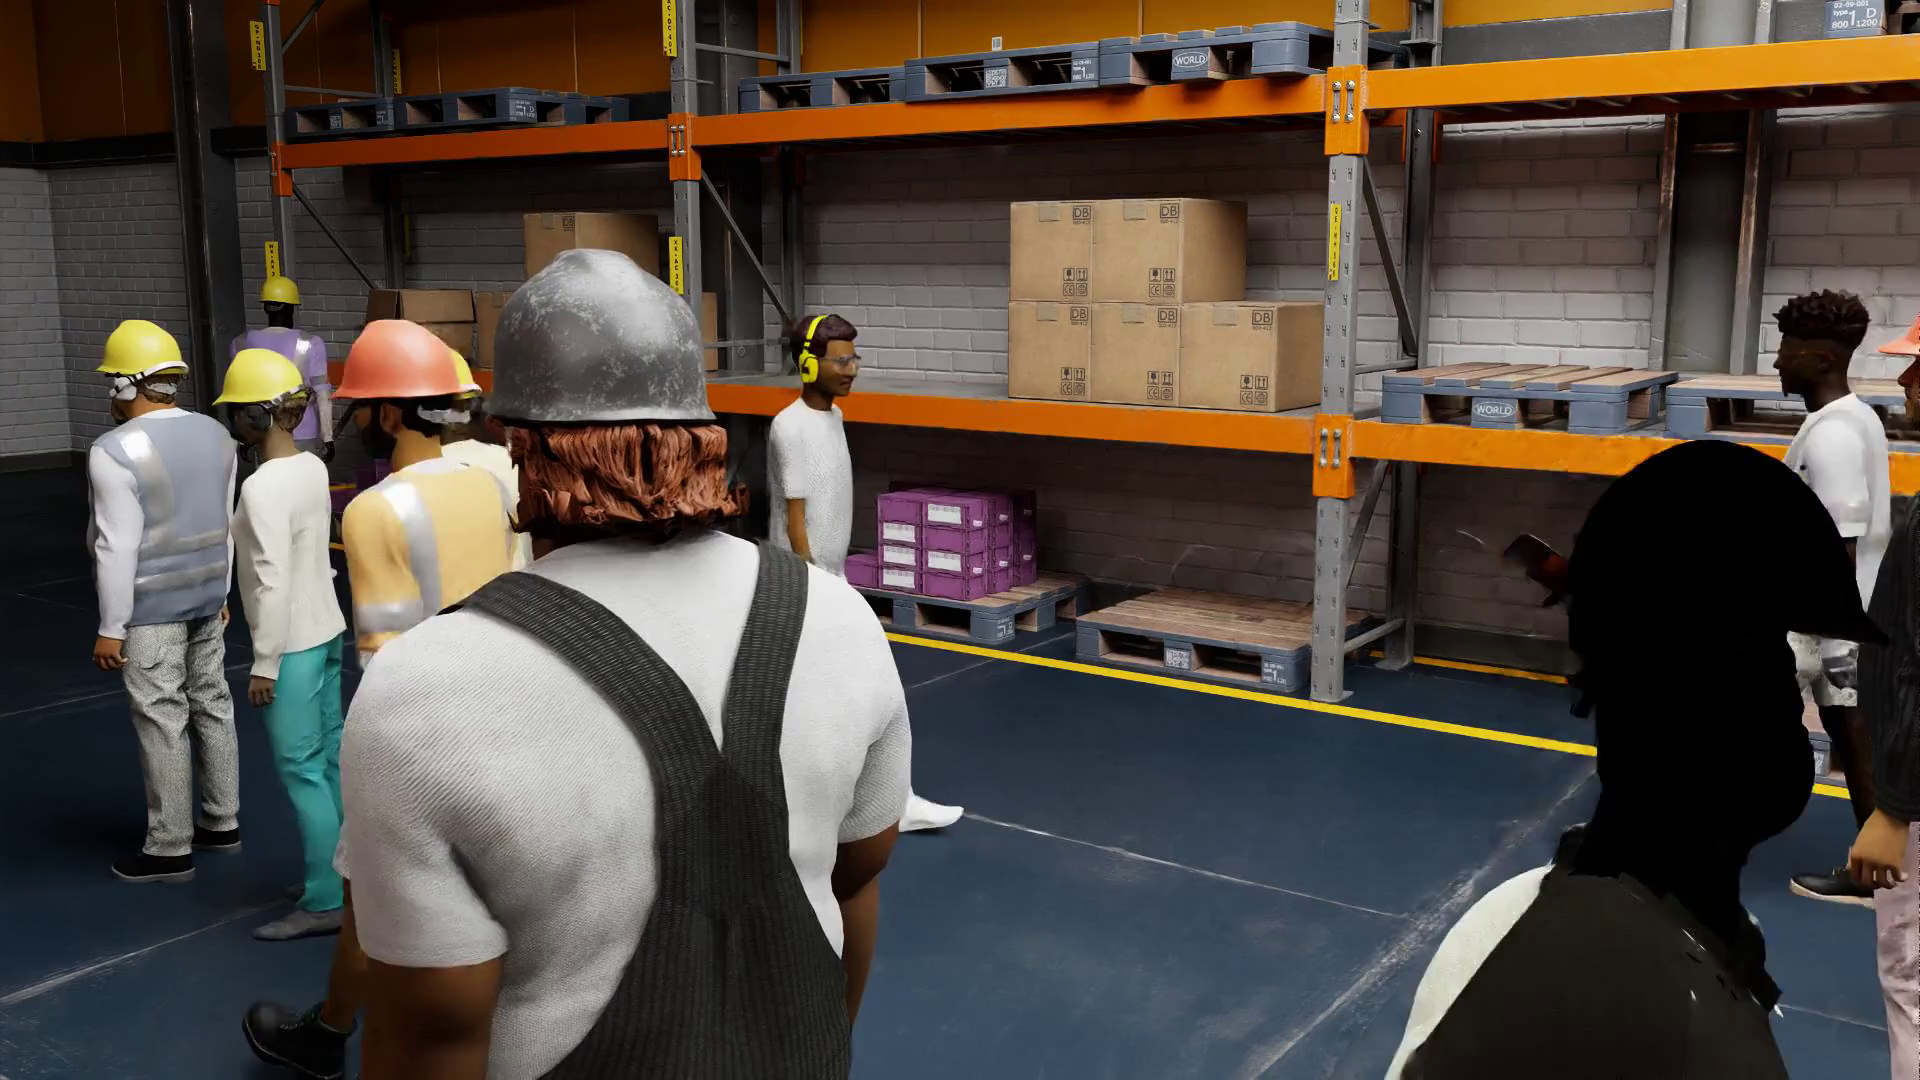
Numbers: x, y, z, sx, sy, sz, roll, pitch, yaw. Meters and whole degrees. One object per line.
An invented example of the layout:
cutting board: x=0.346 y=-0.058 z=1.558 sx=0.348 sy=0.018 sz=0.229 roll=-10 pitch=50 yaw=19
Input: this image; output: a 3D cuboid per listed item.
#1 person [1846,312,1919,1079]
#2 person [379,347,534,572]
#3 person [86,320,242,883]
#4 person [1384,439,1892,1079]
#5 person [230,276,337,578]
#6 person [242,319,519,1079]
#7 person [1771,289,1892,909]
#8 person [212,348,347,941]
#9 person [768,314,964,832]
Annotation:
person: x=1.986 y=0.472 z=3.354 sx=0.614 sy=1.997 sz=0.374 roll=-9 pitch=13 yaw=-42
person: x=-1.355 y=0.351 z=4.629 sx=0.590 sy=1.809 sz=0.603 roll=4 pitch=10 yaw=22
person: x=-2.617 y=0.202 z=5.455 sx=0.404 sy=1.833 sz=0.592 roll=2 pitch=10 yaw=13
person: x=0.348 y=0.872 z=1.075 sx=0.618 sy=1.973 sz=0.618 roll=2 pitch=10 yaw=13
person: x=-4.231 y=-0.683 z=10.442 sx=0.594 sy=1.924 sz=0.382 roll=-1 pitch=10 yaw=-6
person: x=-1.269 y=0.436 z=3.888 sx=1.013 sy=1.881 sz=0.567 roll=4 pitch=10 yaw=22
person: x=2.573 y=0.186 z=5.261 sx=0.925 sy=1.927 sz=0.613 roll=7 pitch=12 yaw=37
person: x=-2.025 y=0.313 z=4.992 sx=0.325 sy=1.767 sz=0.533 roll=-1 pitch=10 yaw=-4
person: x=-0.380 y=0.158 z=5.696 sx=0.865 sy=1.833 sz=0.571 roll=3 pitch=10 yaw=19
